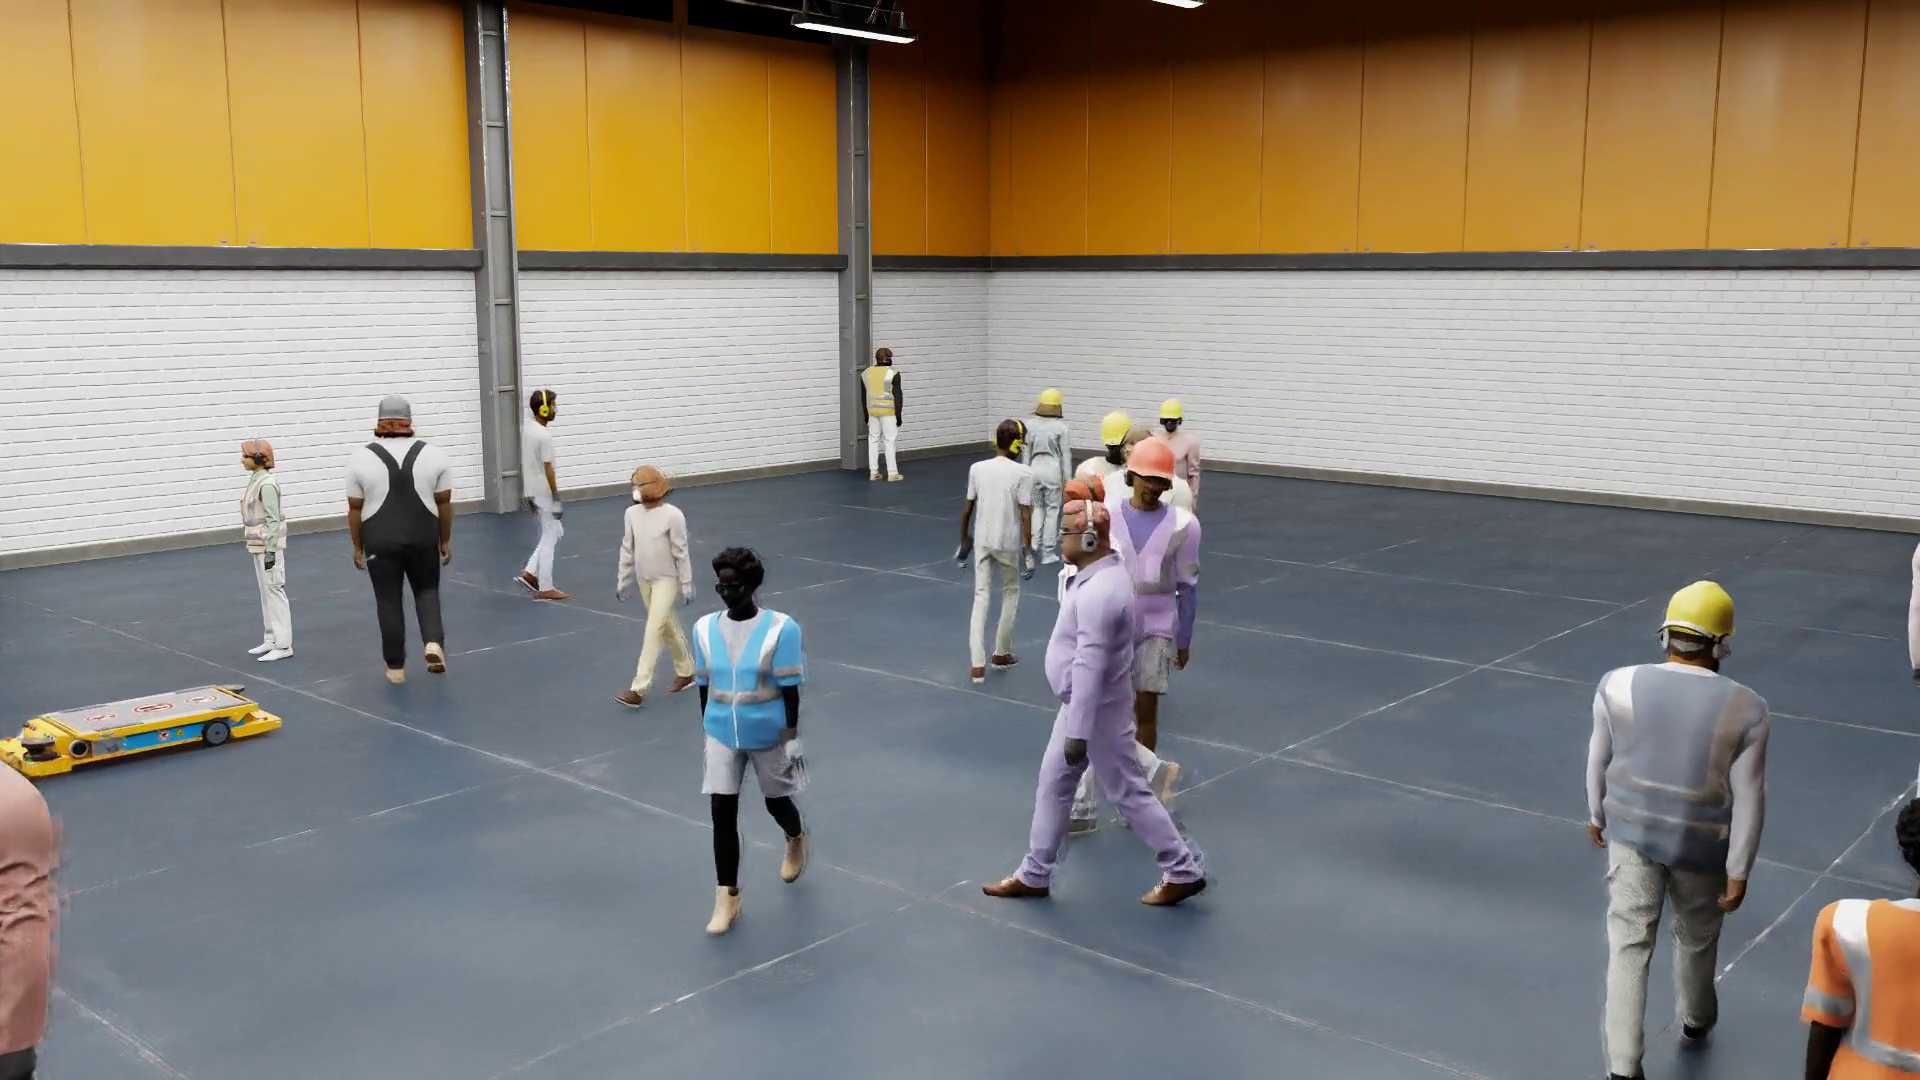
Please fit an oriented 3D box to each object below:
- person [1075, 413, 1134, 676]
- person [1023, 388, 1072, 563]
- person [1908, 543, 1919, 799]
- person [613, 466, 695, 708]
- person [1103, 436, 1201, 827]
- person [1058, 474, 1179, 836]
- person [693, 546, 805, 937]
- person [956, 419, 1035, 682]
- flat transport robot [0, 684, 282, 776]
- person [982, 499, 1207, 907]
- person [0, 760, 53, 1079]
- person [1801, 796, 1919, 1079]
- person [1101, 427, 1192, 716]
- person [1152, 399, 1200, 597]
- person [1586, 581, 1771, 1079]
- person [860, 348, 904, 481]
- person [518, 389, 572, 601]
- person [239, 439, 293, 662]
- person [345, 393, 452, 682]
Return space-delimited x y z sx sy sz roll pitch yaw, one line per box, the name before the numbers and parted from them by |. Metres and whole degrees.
person | 1.117 0.070 11.503 0.611 1.879 0.862 -1 9 -7
person | 0.874 -0.632 16.403 0.502 1.727 0.379 5 10 29
person | 4.947 0.612 8.045 0.403 1.904 0.651 -6 11 -35
person | -2.043 0.294 11.055 0.520 1.577 0.866 6 11 33
person | 0.946 0.440 8.762 0.626 2.021 0.750 2 9 12
person | 0.758 0.581 8.407 0.730 1.865 0.620 -2 9 -11
person | -0.908 0.834 7.370 0.527 1.674 0.751 2 9 13
person | 0.268 0.057 11.771 0.654 1.817 0.800 4 10 23
flat transport robot | -4.918 1.117 9.984 0.652 0.197 1.431 9 12 43
person | 0.642 0.740 7.409 0.992 1.861 0.648 0 9 2
person | -2.671 1.234 4.226 0.683 1.864 0.920 1 9 5
person | 2.253 1.398 3.901 0.542 1.656 0.867 7 11 36
person | 1.119 0.247 10.350 0.651 1.885 1.006 2 9 14
person | 1.830 -0.369 14.745 0.529 1.738 0.736 3 10 20
person | 2.503 1.022 5.849 0.601 1.782 0.924 6 11 33
person | -1.058 -1.729 22.947 0.623 1.841 0.430 5 10 28
person | -3.591 -0.387 14.471 0.393 1.855 0.552 -6 11 -33
person | -5.121 0.072 12.262 0.308 1.639 0.524 -6 11 -32
person | -3.906 -0.021 11.587 0.688 2.000 0.549 -4 10 -25
